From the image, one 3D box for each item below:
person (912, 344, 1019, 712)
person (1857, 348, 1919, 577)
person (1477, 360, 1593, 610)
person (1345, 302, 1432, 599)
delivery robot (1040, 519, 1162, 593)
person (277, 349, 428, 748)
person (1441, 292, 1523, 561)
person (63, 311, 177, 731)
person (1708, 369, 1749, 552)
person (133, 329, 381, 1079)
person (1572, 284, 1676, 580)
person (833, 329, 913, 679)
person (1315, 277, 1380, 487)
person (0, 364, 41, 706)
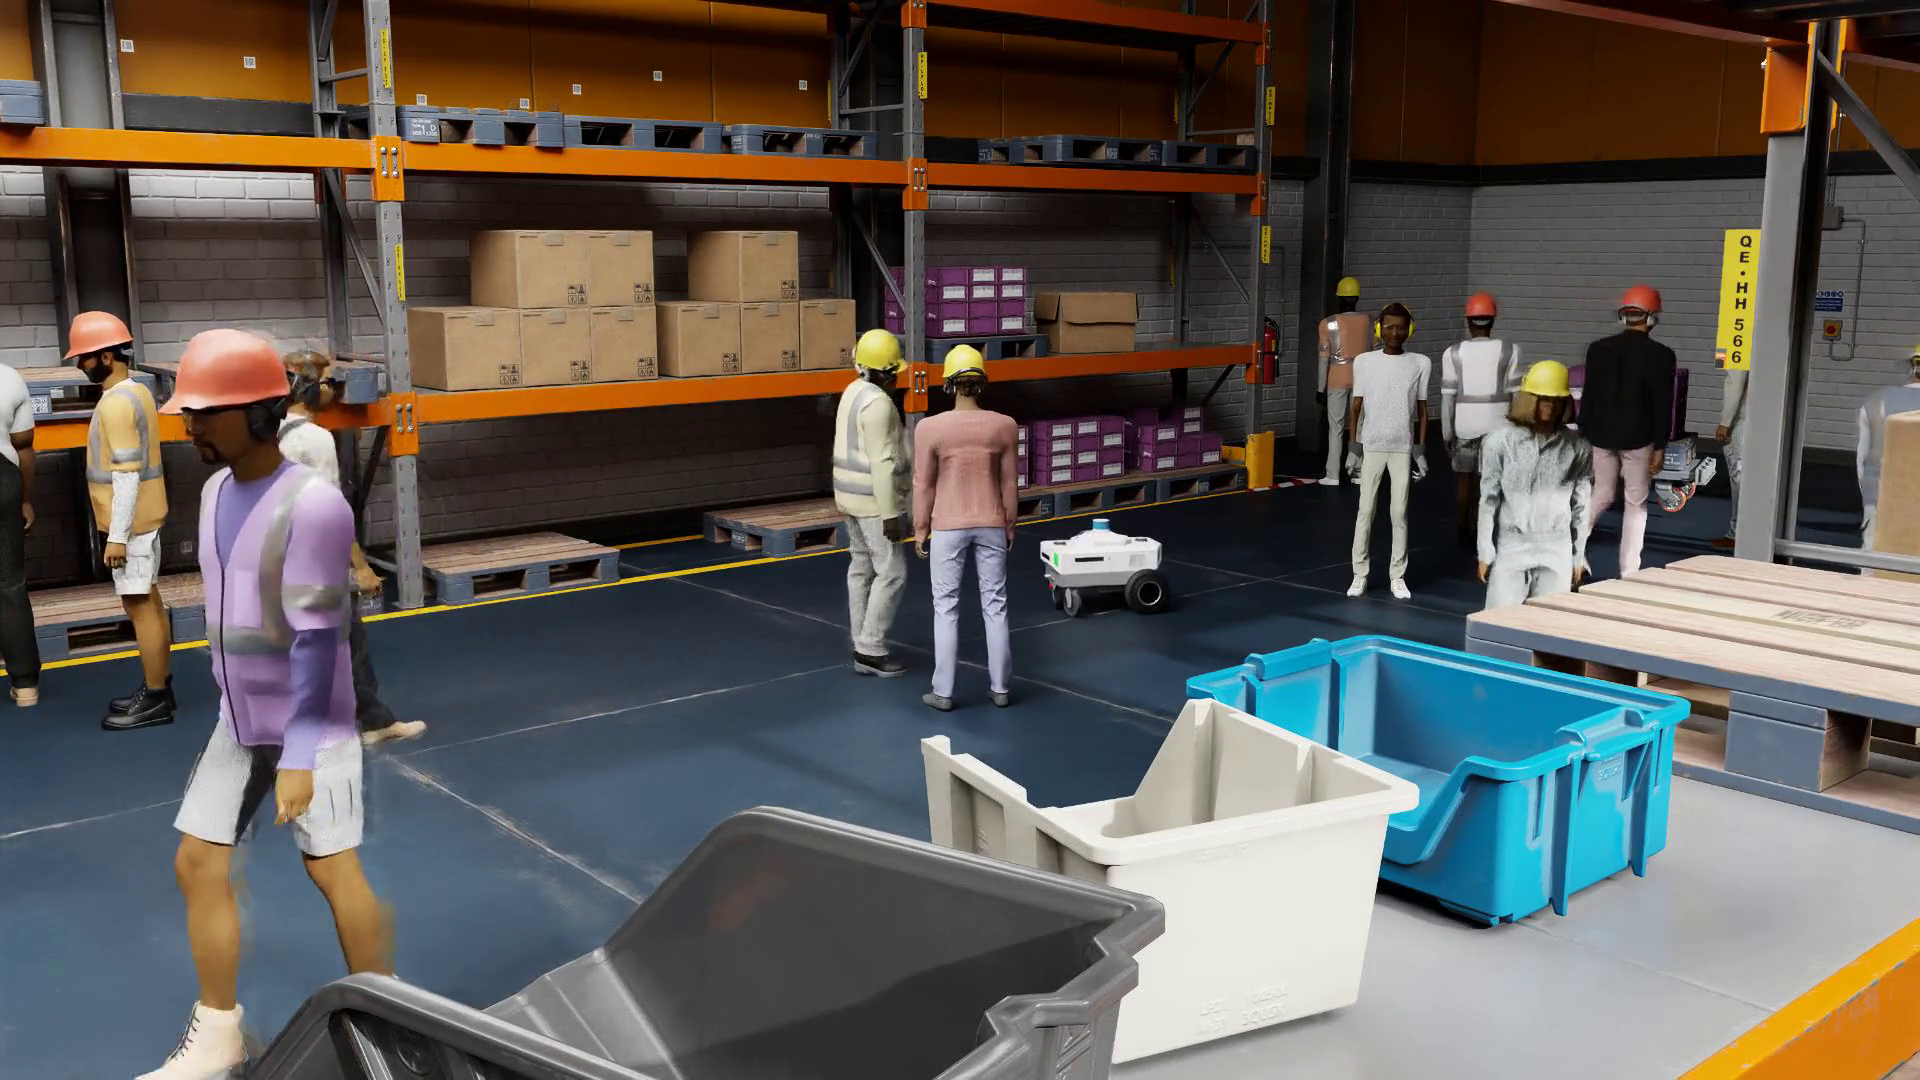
[{"bbox_3d":[0.025,-0.056,8.006,0.523,1.759,0.351,-3,10,-14],"label":"person"},{"bbox_3d":[4.995,-0.202,8.768,0.579,1.782,0.937,9,13,41],"label":"person"},{"bbox_3d":[2.564,0.048,7.476,0.497,1.728,0.555,1,10,6],"label":"person"},{"bbox_3d":[2.698,-0.556,10.501,0.512,1.865,0.328,2,10,11],"label":"person"},{"bbox_3d":[0.857,0.113,10.157,0.707,0.478,0.477,-2,10,-12],"label":"delivery robot"},{"bbox_3d":[-2.788,0.096,7.052,0.964,1.805,0.515,-8,13,-38],"label":"person"},{"bbox_3d":[3.716,-0.813,11.888,0.554,1.897,0.958,4,11,23],"label":"person"},{"bbox_3d":[-3.867,-0.086,7.686,0.368,1.929,0.542,-3,11,-18],"label":"person"},{"bbox_3d":[5.749,-0.874,12.070,0.635,1.937,0.353,-5,11,-24],"label":"person"},{"bbox_3d":[-1.829,0.485,4.240,0.630,2.015,0.815,7,12,34],"label":"person"},{"bbox_3d":[4.251,-0.652,10.723,0.639,1.979,0.630,-8,13,-40],"label":"person"},{"bbox_3d":[-0.458,-0.191,8.631,0.404,1.807,0.718,-3,11,-18],"label":"person"},{"bbox_3d":[3.554,-1.446,15.300,0.587,1.930,0.363,-2,10,-9],"label":"person"},{"bbox_3d":[-4.766,-0.179,7.890,0.674,2.000,0.535,-10,14,-43],"label":"person"}]
